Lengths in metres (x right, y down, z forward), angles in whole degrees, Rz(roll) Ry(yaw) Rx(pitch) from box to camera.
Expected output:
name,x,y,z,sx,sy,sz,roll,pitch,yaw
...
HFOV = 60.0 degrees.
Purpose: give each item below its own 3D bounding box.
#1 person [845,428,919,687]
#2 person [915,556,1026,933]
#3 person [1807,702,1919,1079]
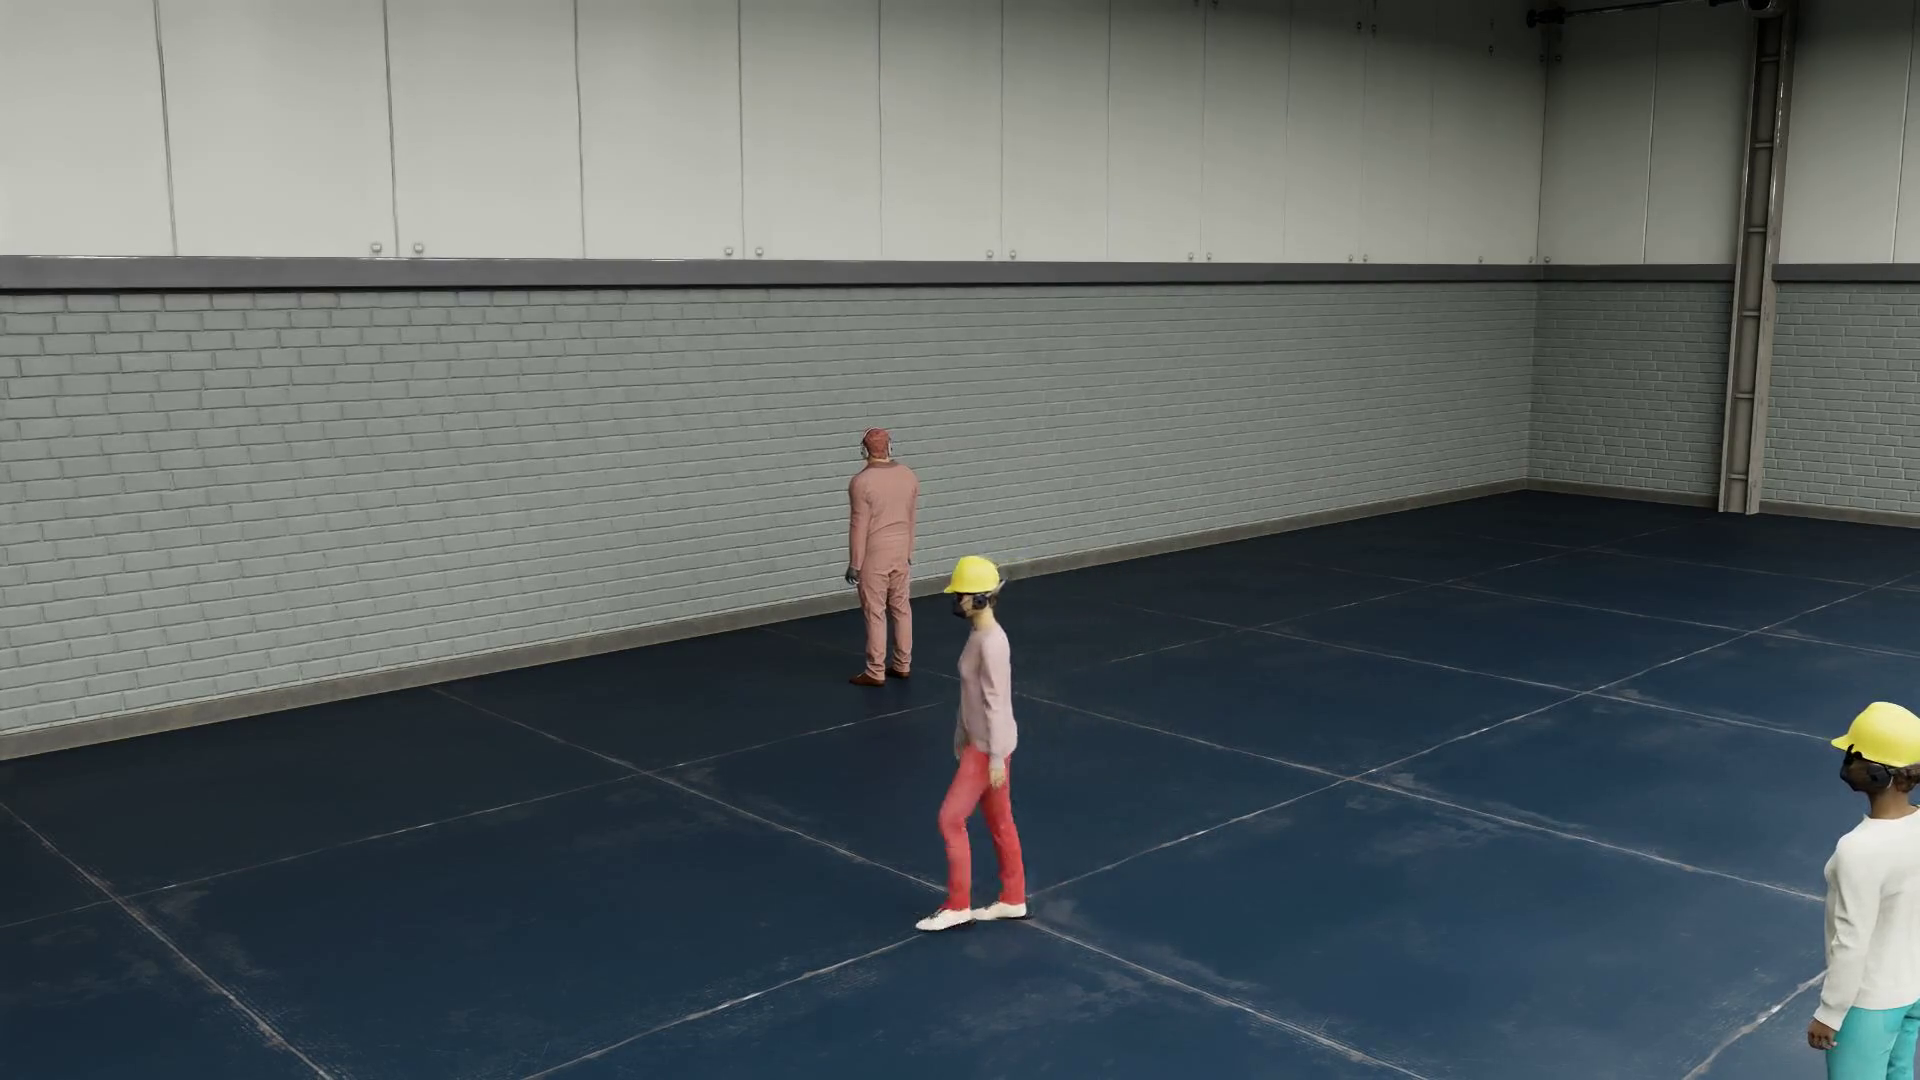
name,x,y,z,sx,sy,sz,roll,pitch,yaw
person,-0.598,0.124,12.232,0.402,1.904,0.638,9,13,43
person,0.018,0.941,7.643,0.661,1.743,0.543,0,9,-3
person,2.730,1.354,5.007,0.525,1.772,0.309,-7,12,-38
